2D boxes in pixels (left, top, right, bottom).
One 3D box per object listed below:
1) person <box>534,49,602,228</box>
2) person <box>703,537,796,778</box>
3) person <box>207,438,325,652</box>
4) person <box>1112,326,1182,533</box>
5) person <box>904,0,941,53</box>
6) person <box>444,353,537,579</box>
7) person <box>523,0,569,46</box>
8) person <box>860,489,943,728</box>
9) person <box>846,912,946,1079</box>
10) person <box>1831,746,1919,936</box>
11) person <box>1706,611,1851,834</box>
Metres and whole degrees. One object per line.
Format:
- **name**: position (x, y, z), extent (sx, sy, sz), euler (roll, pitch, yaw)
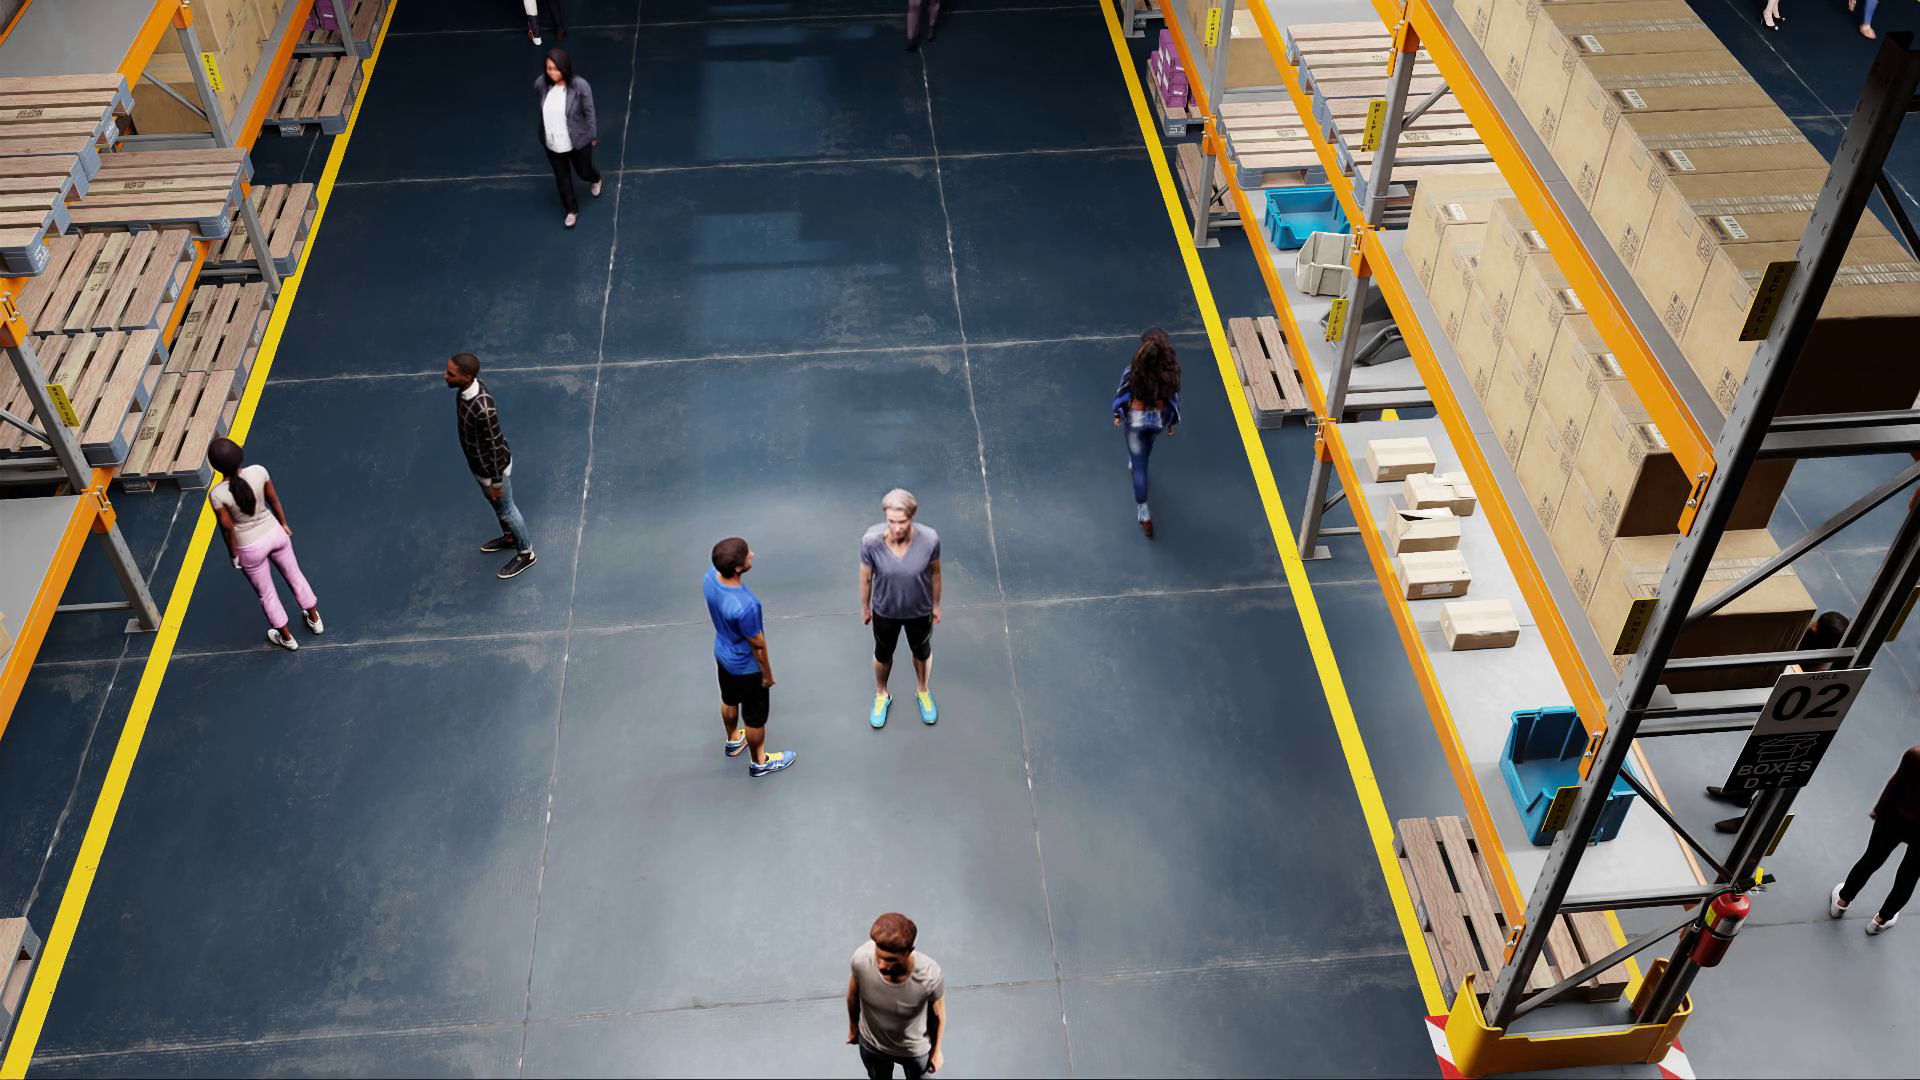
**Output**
- **person**: position (-3.456, -3.599, 14.728), extent (0.766, 1.578, 0.954), euler (4, 44, 4)
- **person**: position (-1.325, 0.699, 10.006), extent (0.763, 1.868, 0.673), euler (-31, 52, -28)
- **person**: position (-4.551, 0.019, 10.812), extent (0.709, 1.741, 0.651), euler (31, 51, 28)
- **person**: position (1.321, -0.774, 11.762), extent (0.640, 1.579, 1.007), euler (-4, 44, -4)
- **person**: position (-0.331, -5.898, 17.092), extent (0.836, 1.647, 1.062), euler (8, 44, 8)
- **person**: position (-3.200, -0.539, 11.340), extent (0.801, 1.821, 0.662), euler (-23, 48, -22)
- **person**: position (-4.403, -6.031, 17.055), extent (0.732, 1.890, 0.649), euler (-11, 45, -11)
- **person**: position (-0.356, 0.417, 10.289), extent (0.652, 1.888, 0.563), euler (-3, 44, -3)
- **person**: position (-0.308, 2.421, 8.177), extent (0.724, 1.899, 0.691), euler (11, 45, 12)
- **person**: position (5.271, 1.591, 9.188), extent (0.664, 1.705, 0.721), euler (29, 51, 27)
- **person**: position (4.807, 1.066, 9.684), extent (0.754, 1.780, 0.554), euler (8, 44, 8)
